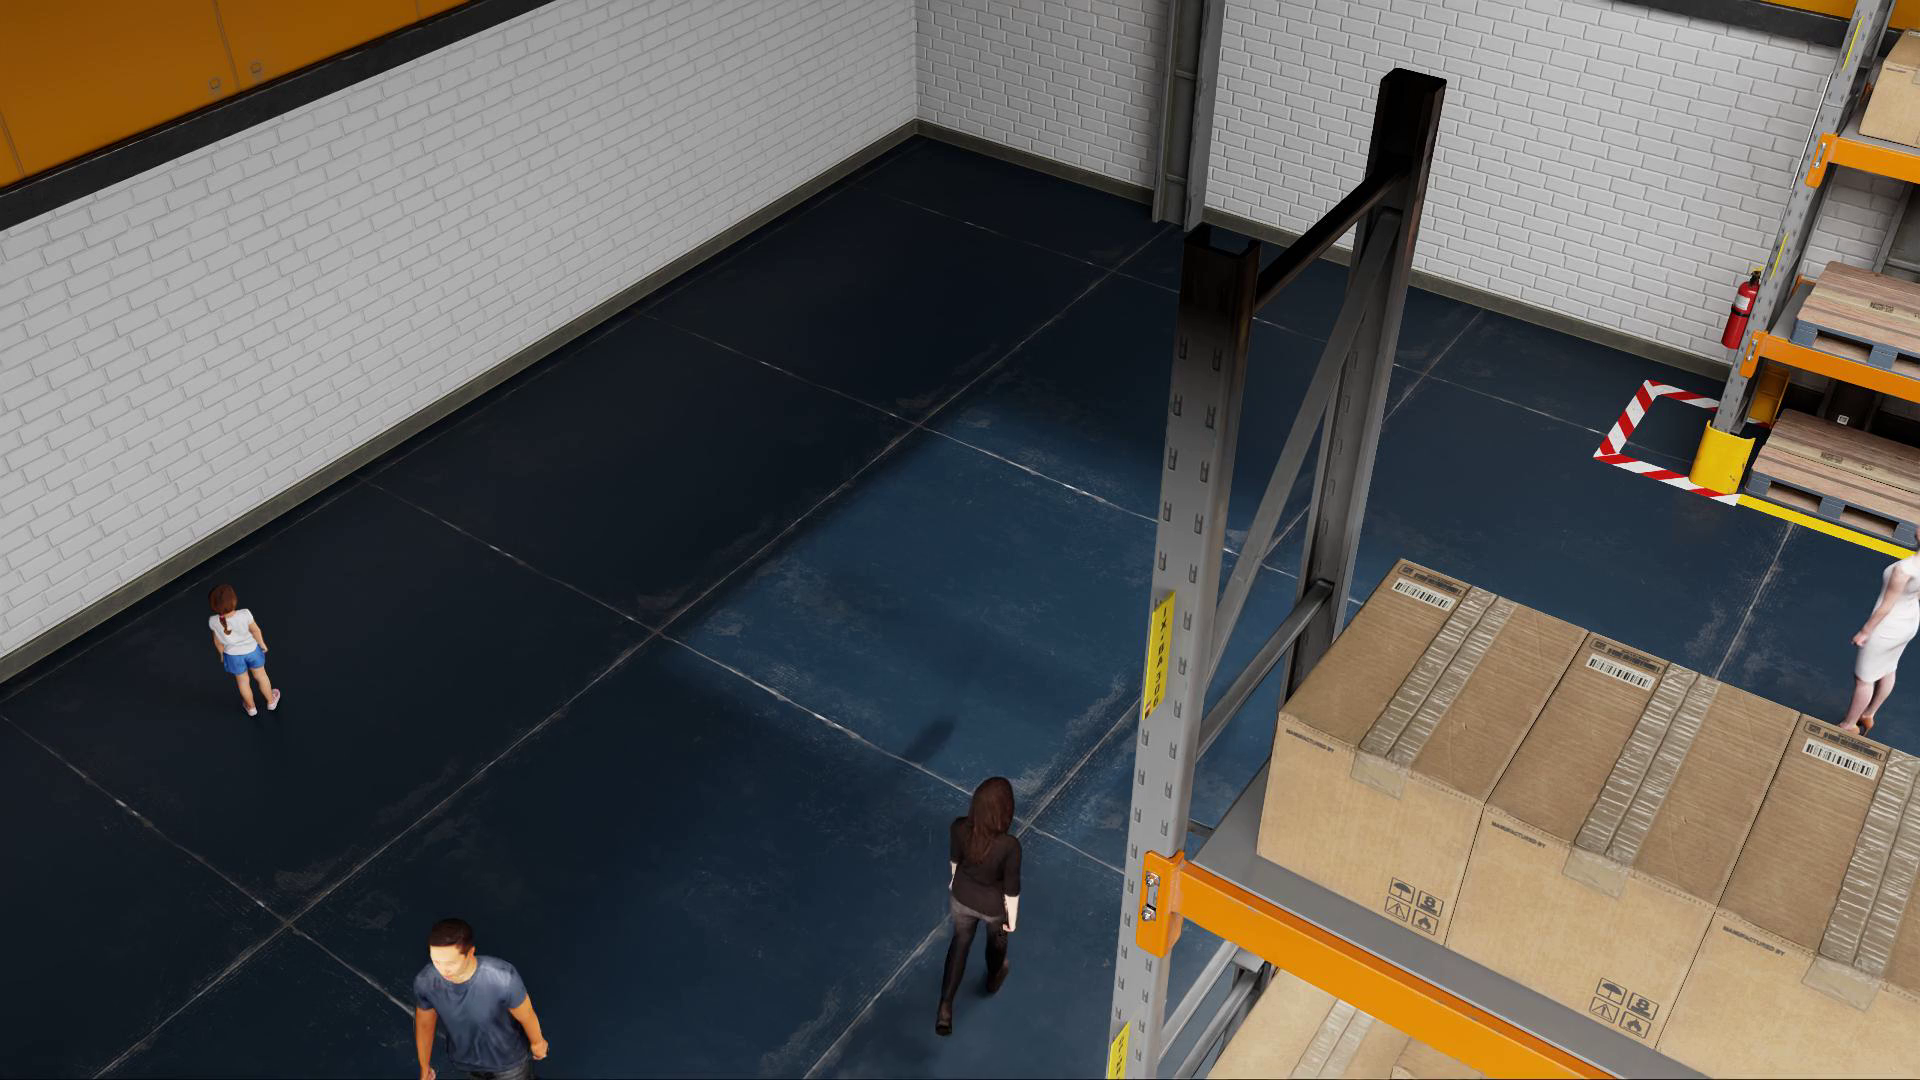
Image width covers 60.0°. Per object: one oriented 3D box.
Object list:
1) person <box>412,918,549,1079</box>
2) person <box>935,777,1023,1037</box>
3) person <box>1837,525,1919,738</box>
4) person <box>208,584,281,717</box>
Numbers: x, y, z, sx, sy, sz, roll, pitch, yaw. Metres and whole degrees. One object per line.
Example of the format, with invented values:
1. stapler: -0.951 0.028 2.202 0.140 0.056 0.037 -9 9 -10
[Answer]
1. person: -2.161 2.294 7.740 1.148 1.774 1.057 5 39 6
2. person: 0.076 1.872 8.392 0.938 1.619 0.785 14 41 17
3. person: 5.556 0.542 9.920 0.631 1.792 0.620 -18 42 -21
4. person: -4.487 0.678 10.369 0.489 1.019 0.530 -14 41 -17
